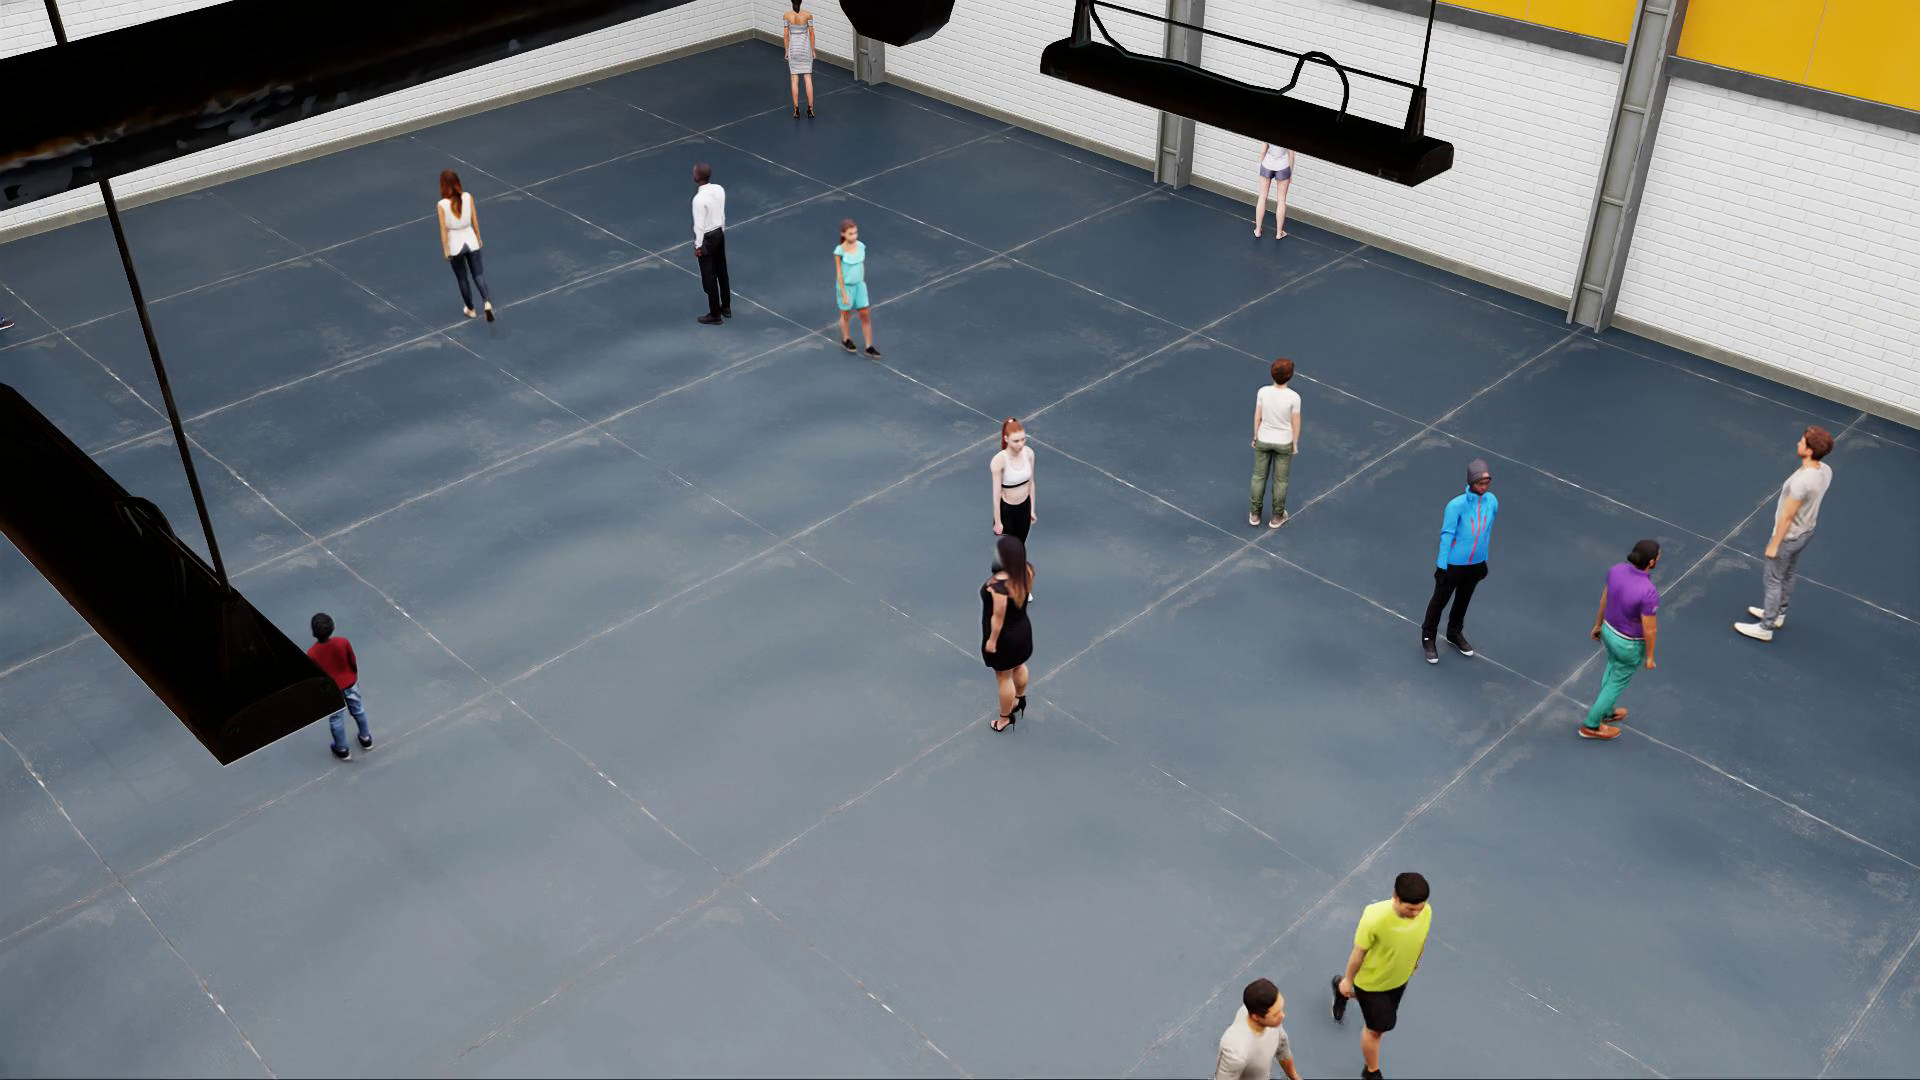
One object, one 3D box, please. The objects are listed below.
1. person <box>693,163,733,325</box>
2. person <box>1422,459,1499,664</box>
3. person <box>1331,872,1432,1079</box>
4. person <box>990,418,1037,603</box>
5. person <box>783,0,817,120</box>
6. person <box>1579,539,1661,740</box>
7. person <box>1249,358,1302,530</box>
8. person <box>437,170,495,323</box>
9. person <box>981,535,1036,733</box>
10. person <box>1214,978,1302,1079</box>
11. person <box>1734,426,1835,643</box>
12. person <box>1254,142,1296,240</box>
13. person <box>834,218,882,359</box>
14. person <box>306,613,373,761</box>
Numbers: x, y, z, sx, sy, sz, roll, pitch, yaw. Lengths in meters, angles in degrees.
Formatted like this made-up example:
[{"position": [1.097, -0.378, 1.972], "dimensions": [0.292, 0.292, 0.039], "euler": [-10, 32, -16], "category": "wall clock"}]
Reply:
[{"position": [-2.748, -3.278, 18.338], "dimensions": [0.637, 1.837, 0.695], "euler": [17, 37, 23], "category": "person"}, {"position": [3.988, 0.148, 13.223], "dimensions": [0.696, 1.794, 0.688], "euler": [-10, 35, -15], "category": "person"}, {"position": [2.442, 2.488, 9.813], "dimensions": [0.912, 1.671, 1.142], "euler": [-13, 36, -19], "category": "person"}, {"position": [0.427, -0.226, 13.833], "dimensions": [0.616, 1.742, 0.569], "euler": [-22, 39, -29], "category": "person"}, {"position": [-2.306, -6.975, 23.914], "dimensions": [0.676, 1.822, 0.730], "euler": [-1, 34, -1], "category": "person"}, {"position": [4.859, 0.751, 12.354], "dimensions": [0.874, 1.751, 0.803], "euler": [-11, 35, -16], "category": "person"}, {"position": [2.814, -0.869, 14.879], "dimensions": [0.588, 1.655, 0.698], "euler": [12, 36, 18], "category": "person"}, {"position": [-5.414, -3.191, 18.268], "dimensions": [0.688, 1.770, 0.939], "euler": [-22, 40, -30], "category": "person"}, {"position": [0.373, 0.696, 12.464], "dimensions": [0.680, 1.721, 0.706], "euler": [18, 38, 25], "category": "person"}, {"position": [1.419, 2.954, 9.008], "dimensions": [1.051, 1.786, 0.864], "euler": [14, 36, 20], "category": "person"}, {"position": [6.709, -0.043, 13.419], "dimensions": [0.519, 1.894, 0.642], "euler": [27, 42, 35], "category": "person"}, {"position": [3.854, -4.541, 20.301], "dimensions": [0.629, 1.767, 0.722], "euler": [11, 35, 15], "category": "person"}, {"position": [-1.213, -2.722, 17.769], "dimensions": [0.672, 1.540, 0.893], "euler": [-18, 37, -24], "category": "person"}, {"position": [-4.613, 1.072, 12.320], "dimensions": [0.493, 1.254, 0.483], "euler": [-27, 42, -35], "category": "person"}]
